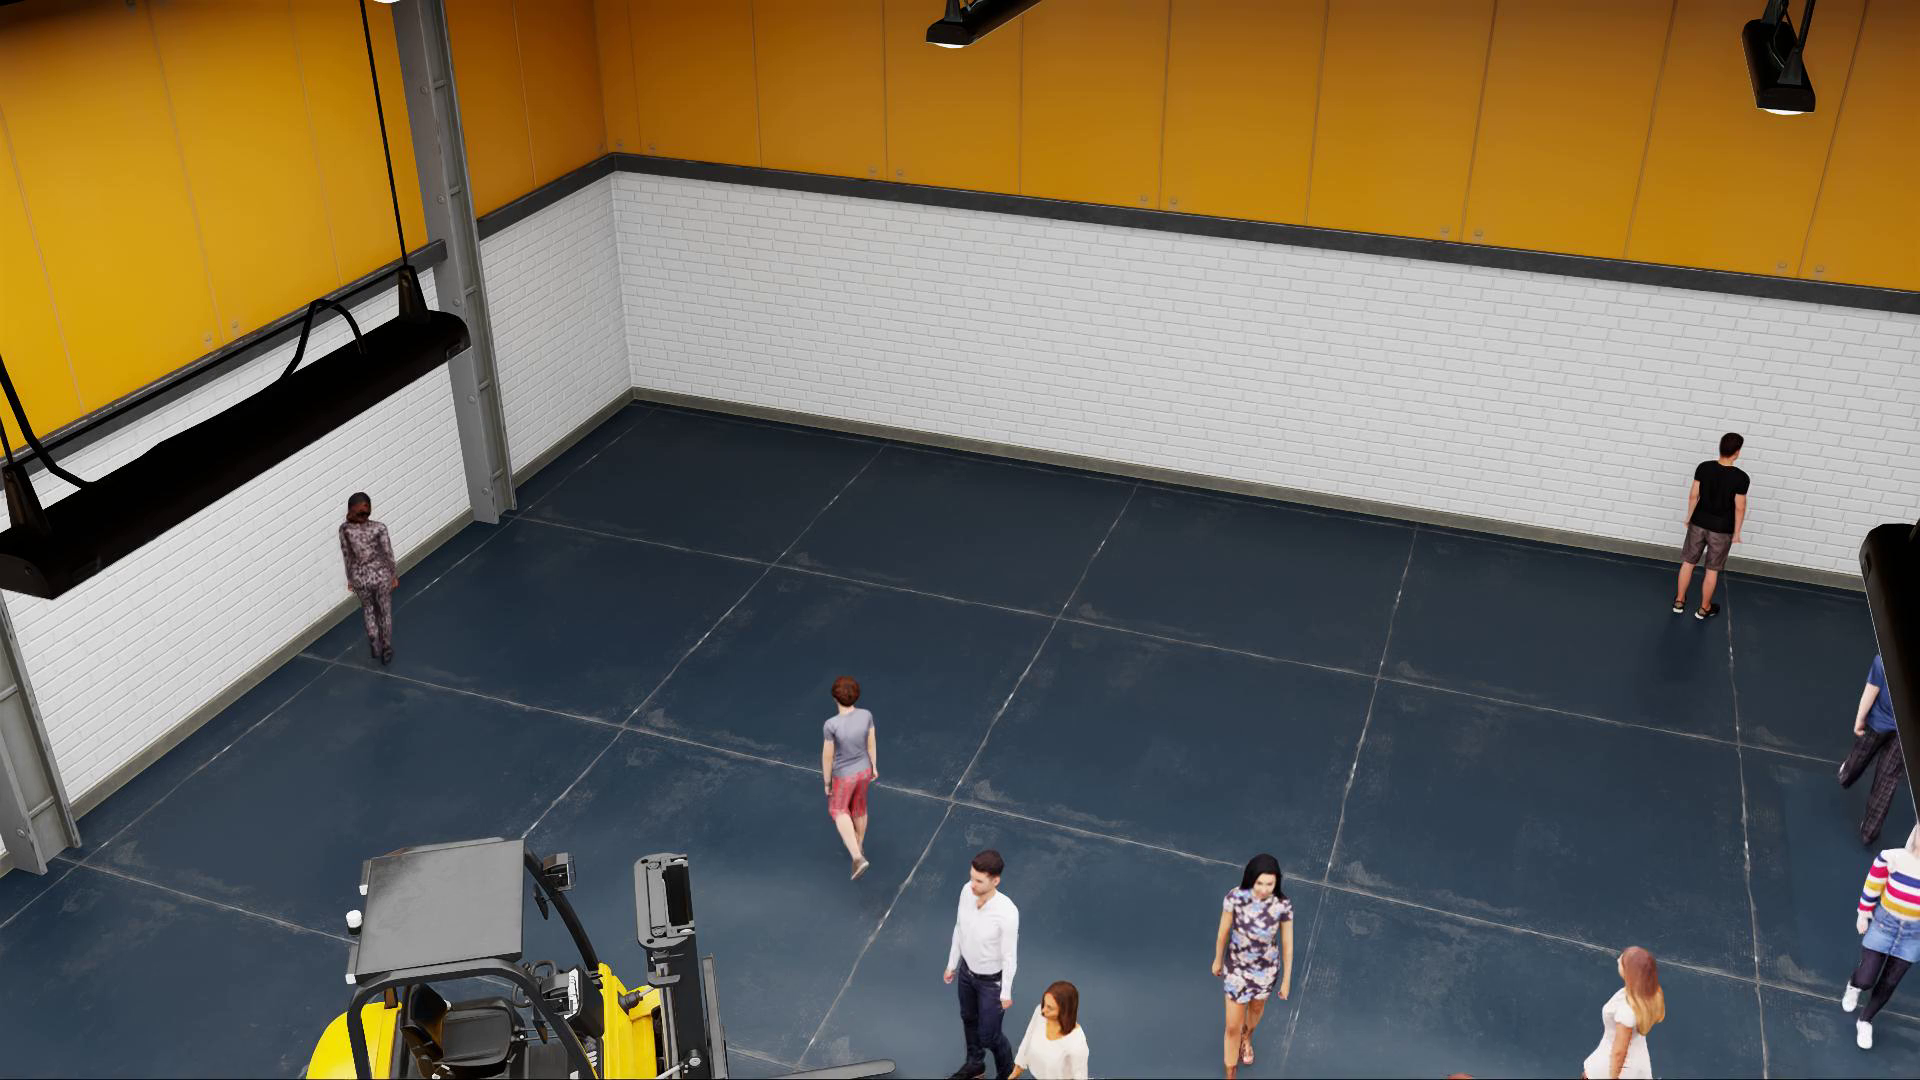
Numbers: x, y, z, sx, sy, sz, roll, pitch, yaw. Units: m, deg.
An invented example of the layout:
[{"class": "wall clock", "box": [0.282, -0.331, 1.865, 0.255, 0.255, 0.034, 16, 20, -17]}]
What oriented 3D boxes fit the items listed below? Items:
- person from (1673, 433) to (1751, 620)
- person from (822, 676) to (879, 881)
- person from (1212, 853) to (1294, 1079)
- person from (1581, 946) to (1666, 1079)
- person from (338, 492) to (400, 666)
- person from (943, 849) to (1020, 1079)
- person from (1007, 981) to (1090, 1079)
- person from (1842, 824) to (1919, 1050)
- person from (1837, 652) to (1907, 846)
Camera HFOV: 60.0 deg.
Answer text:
[{"class": "person", "box": [7.001, -0.140, 15.507, 0.757, 1.859, 0.718, 23, 36, 35]}, {"class": "person", "box": [-0.776, 1.779, 12.224, 0.913, 1.633, 0.971, -12, 31, -22]}, {"class": "person", "box": [1.856, 2.659, 10.531, 0.766, 1.709, 1.024, 4, 29, 7]}, {"class": "person", "box": [3.953, 3.105, 9.753, 1.036, 1.673, 0.966, -21, 35, -34]}, {"class": "person", "box": [-5.220, 0.385, 14.701, 0.713, 1.710, 0.767, -3, 29, -5]}, {"class": "person", "box": [0.189, 2.666, 10.355, 0.800, 1.867, 0.759, -21, 35, -33]}, {"class": "person", "box": [0.646, 3.168, 9.674, 1.143, 1.637, 1.079, -13, 31, -23]}, {"class": "person", "box": [6.073, 2.480, 10.768, 0.663, 1.797, 0.724, 12, 31, 21]}, {"class": "person", "box": [7.063, 1.476, 12.590, 0.748, 1.816, 1.206, 13, 31, 22]}]
